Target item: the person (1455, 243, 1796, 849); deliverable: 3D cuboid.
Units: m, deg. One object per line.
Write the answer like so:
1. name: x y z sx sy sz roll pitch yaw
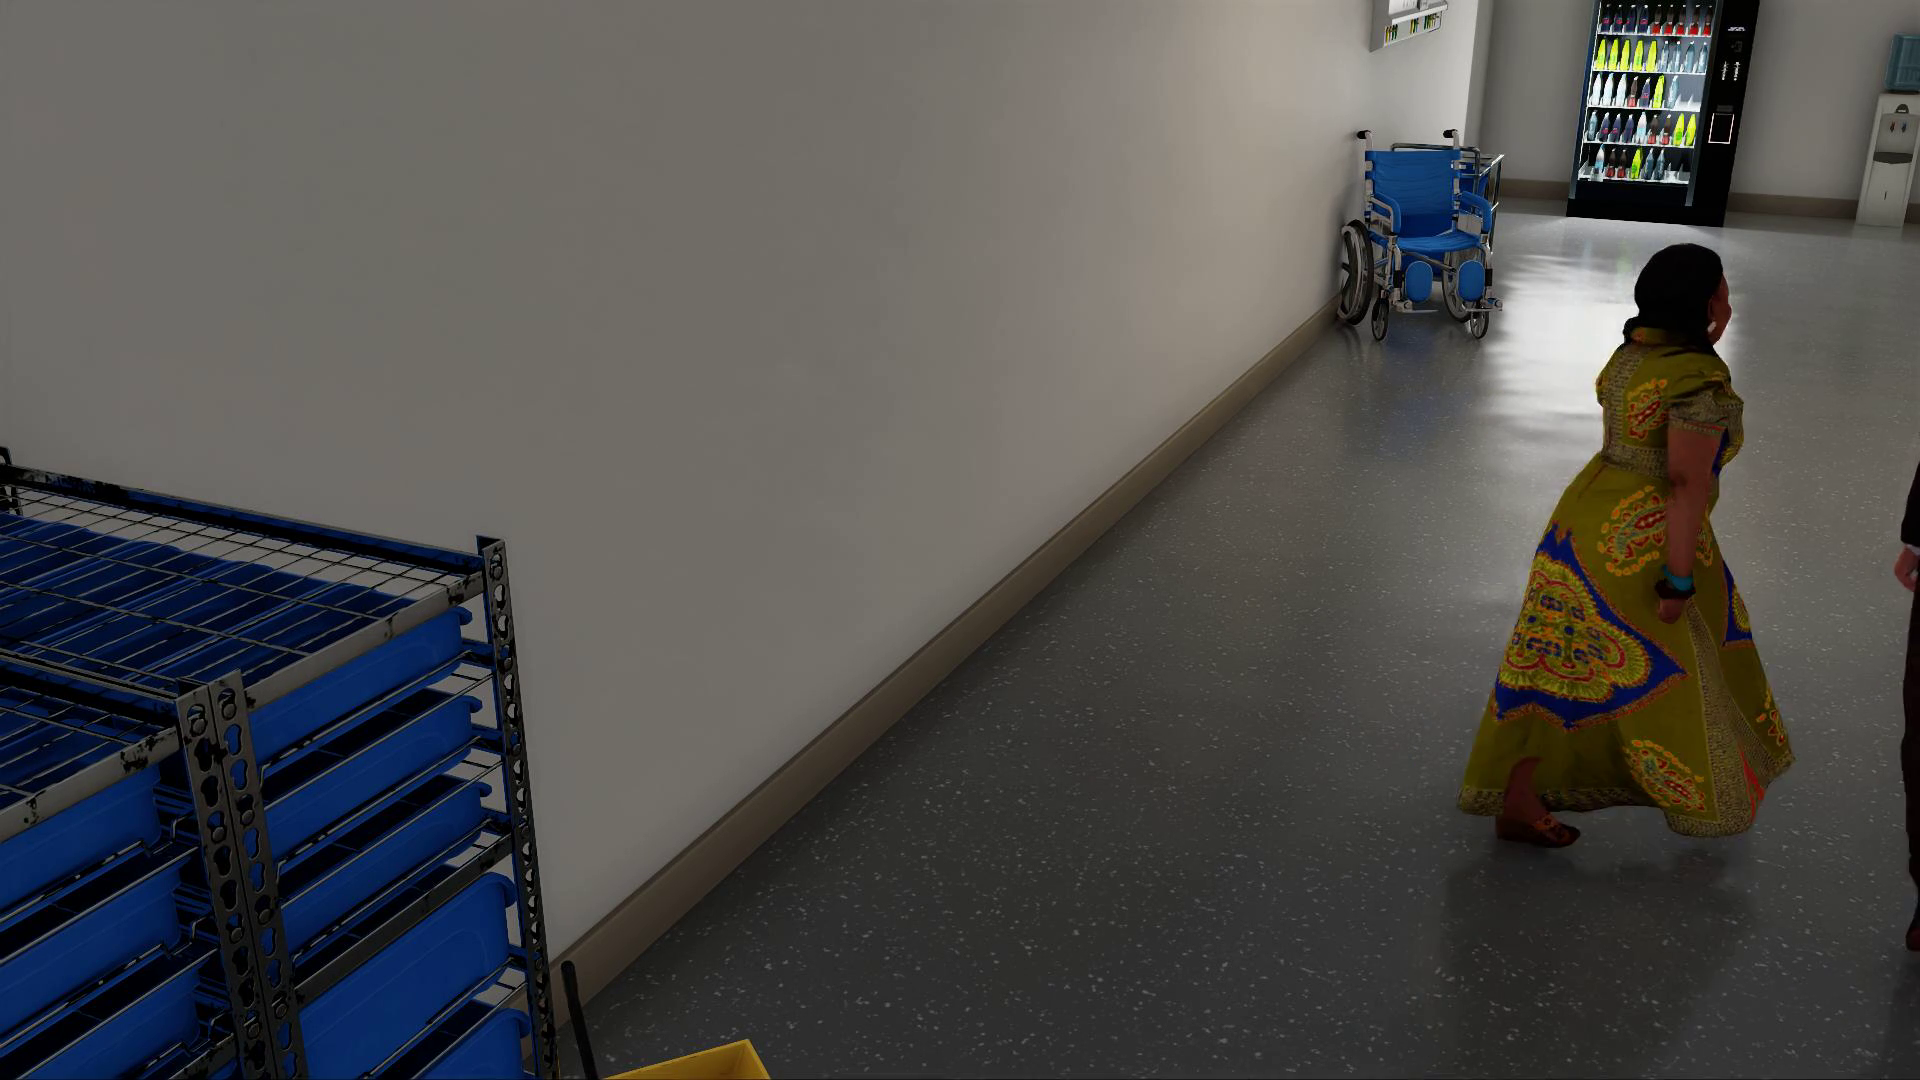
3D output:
1. person: 1.692 0.084 4.304 1.304 1.612 1.171 -2 21 -4

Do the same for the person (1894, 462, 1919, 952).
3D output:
1. person: 2.502 0.100 3.948 1.062 1.835 0.728 9 22 22
